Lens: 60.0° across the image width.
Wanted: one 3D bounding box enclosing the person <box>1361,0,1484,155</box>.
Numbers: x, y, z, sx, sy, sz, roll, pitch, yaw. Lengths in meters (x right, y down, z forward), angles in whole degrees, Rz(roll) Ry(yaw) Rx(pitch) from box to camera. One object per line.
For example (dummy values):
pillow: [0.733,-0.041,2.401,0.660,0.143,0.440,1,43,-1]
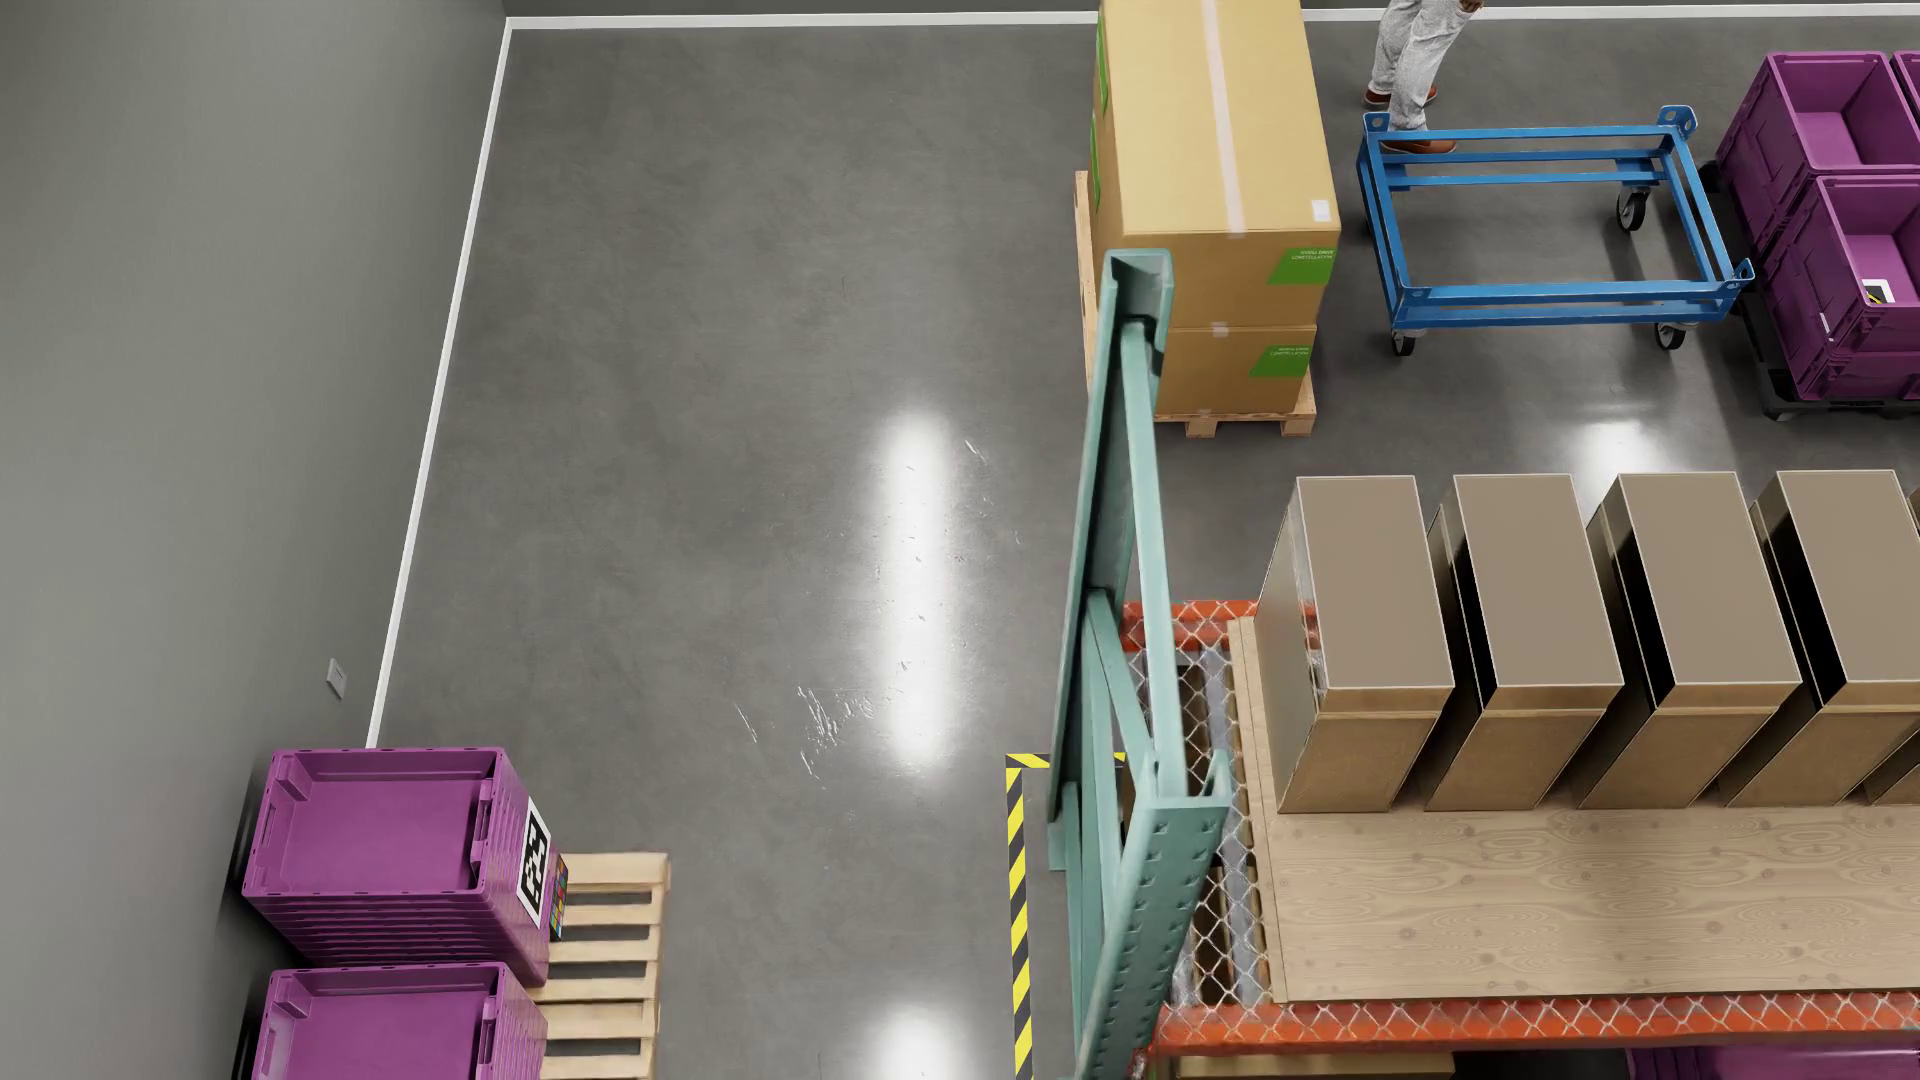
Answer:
person: [1.829,-2.237,6.074,0.357,1.938,0.637,-3,58,-2]
